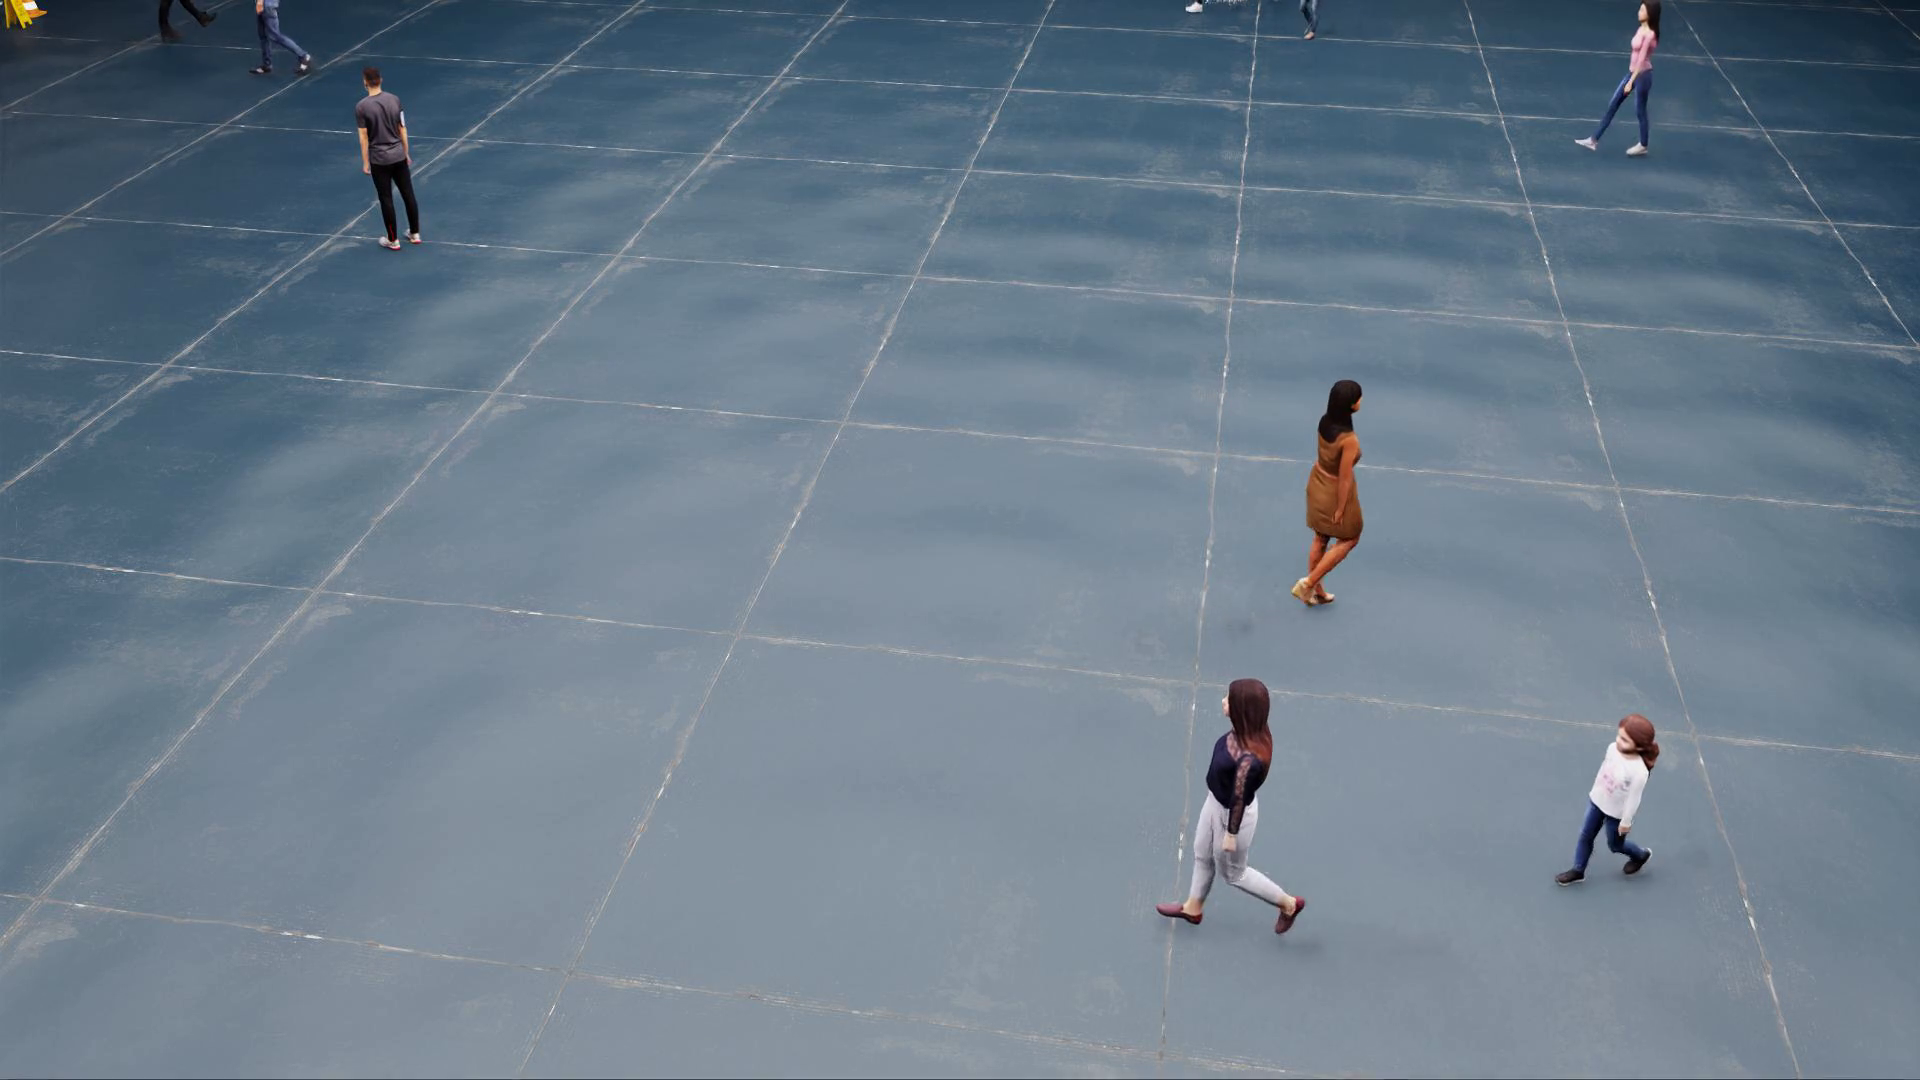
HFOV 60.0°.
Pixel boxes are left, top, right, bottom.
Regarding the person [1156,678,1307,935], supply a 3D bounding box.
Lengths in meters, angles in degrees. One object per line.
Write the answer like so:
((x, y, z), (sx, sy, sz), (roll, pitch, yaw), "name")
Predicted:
((1.411, 1.374, 8.275), (0.954, 1.587, 0.593), (6, 33, 9), "person")

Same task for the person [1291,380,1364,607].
((2.345, -0.259, 10.778), (0.800, 1.678, 0.729), (-12, 34, -18), "person")

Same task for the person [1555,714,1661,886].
((3.474, 1.375, 8.732), (0.799, 1.097, 0.640), (-9, 33, -14), "person")

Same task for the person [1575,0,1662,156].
((7.581, -5.085, 18.396), (1.083, 1.711, 0.701), (0, 32, 0), "person")

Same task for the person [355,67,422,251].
((-5.566, -3.714, 16.175), (0.730, 1.763, 0.710), (28, 42, 37), "person")

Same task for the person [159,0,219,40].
((-10.739, -7.615, 22.397), (1.127, 1.723, 1.082), (28, 41, 36), "person")

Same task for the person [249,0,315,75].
((-8.673, -6.788, 20.969), (1.134, 1.849, 0.977), (-12, 34, -18), "person")

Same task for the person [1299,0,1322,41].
((4.850, -7.470, 22.558), (0.650, 1.306, 0.588), (-21, 38, -30), "person")
